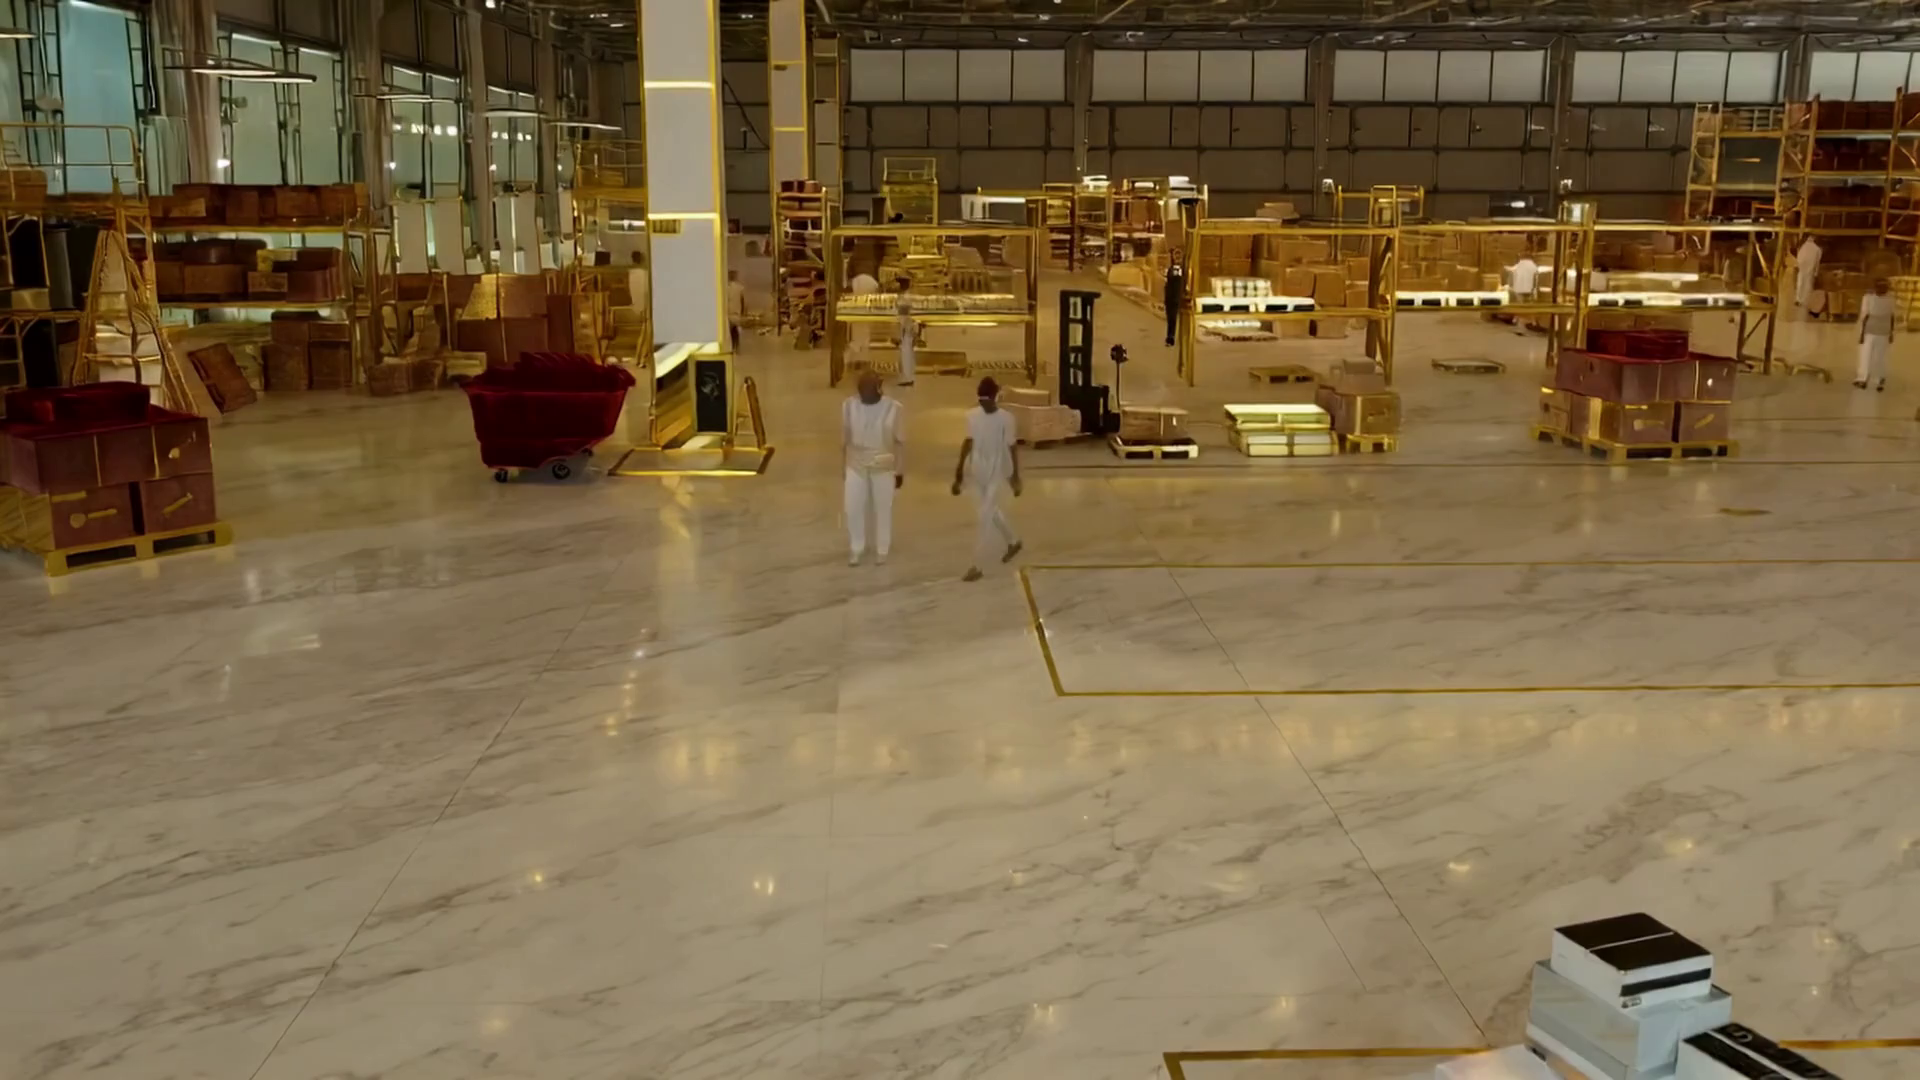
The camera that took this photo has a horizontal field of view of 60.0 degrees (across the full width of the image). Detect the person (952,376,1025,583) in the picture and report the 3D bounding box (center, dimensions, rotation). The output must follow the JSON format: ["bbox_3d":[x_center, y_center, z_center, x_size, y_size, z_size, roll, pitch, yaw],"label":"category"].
[{"bbox_3d":[0.314,-0.572,14.820,0.535,1.828,1.014,10,16,38],"label":"person"}]

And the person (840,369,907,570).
[{"bbox_3d":[-0.790,-0.618,14.915,0.644,1.821,0.551,2,13,10],"label":"person"}]

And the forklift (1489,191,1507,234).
[{"bbox_3d":[20.257,-11.776,62.888,1.873,2.768,1.129,0,12,-2],"label":"forklift"}]

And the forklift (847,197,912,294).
[{"bbox_3d":[-2.359,-8.634,48.706,1.873,2.768,1.129,0,12,-2],"label":"forklift"}]

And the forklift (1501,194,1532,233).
[{"bbox_3d":[18.448,-10.131,55.461,1.129,2.768,1.873,-1,13,-3],"label":"forklift"}]

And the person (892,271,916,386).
[{"bbox_3d":[-0.945,-3.529,27.858,0.390,1.920,0.637,2,13,9],"label":"person"}]

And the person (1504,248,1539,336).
[{"bbox_3d":[12.297,-5.457,36.552,0.649,1.906,0.818,-3,13,-12],"label":"person"}]

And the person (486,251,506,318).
[{"bbox_3d":[-11.440,-6.267,40.867,0.526,1.631,0.319,11,17,41],"label":"person"}]

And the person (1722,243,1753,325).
[{"bbox_3d":[18.234,-6.016,39.089,0.623,1.918,0.479,3,13,15],"label":"person"}]

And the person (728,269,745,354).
[{"bbox_3d":[-4.584,-4.531,32.924,0.543,1.660,0.794,-9,15,-34],"label":"person"}]

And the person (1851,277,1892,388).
[{"bbox_3d":[15.291,-3.461,27.730,0.999,1.838,0.594,-9,15,-35],"label":"person"}]

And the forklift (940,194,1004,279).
[{"bbox_3d":[0.380,-10.009,54.909,1.873,2.768,1.129,-7,14,-30],"label":"forklift"}]

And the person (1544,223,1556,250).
[{"bbox_3d":[18.893,-9.109,52.989,0.542,1.939,0.368,3,13,14],"label":"person"}]

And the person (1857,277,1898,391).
[{"bbox_3d":[15.052,-3.369,27.268,0.331,1.860,0.527,-9,15,-34],"label":"person"}]

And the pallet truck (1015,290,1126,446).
[{"bbox_3d":[1.257,-2.299,22.111,1.885,1.965,0.823,-9,15,-35],"label":"pallet truck"}]

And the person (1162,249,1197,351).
[{"bbox_3d":[4.362,-4.806,33.330,0.674,2.000,0.535,7,14,30],"label":"person"}]

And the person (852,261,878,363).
[{"bbox_3d":[-1.798,-4.224,30.965,0.631,1.927,0.535,12,17,43],"label":"person"}]

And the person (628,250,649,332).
[{"bbox_3d":[-6.886,-5.245,35.603,0.601,1.905,0.504,-12,17,-43],"label":"person"}]

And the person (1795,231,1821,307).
[{"bbox_3d":[22.532,-7.193,44.214,0.622,1.992,0.396,11,16,40],"label":"person"}]
